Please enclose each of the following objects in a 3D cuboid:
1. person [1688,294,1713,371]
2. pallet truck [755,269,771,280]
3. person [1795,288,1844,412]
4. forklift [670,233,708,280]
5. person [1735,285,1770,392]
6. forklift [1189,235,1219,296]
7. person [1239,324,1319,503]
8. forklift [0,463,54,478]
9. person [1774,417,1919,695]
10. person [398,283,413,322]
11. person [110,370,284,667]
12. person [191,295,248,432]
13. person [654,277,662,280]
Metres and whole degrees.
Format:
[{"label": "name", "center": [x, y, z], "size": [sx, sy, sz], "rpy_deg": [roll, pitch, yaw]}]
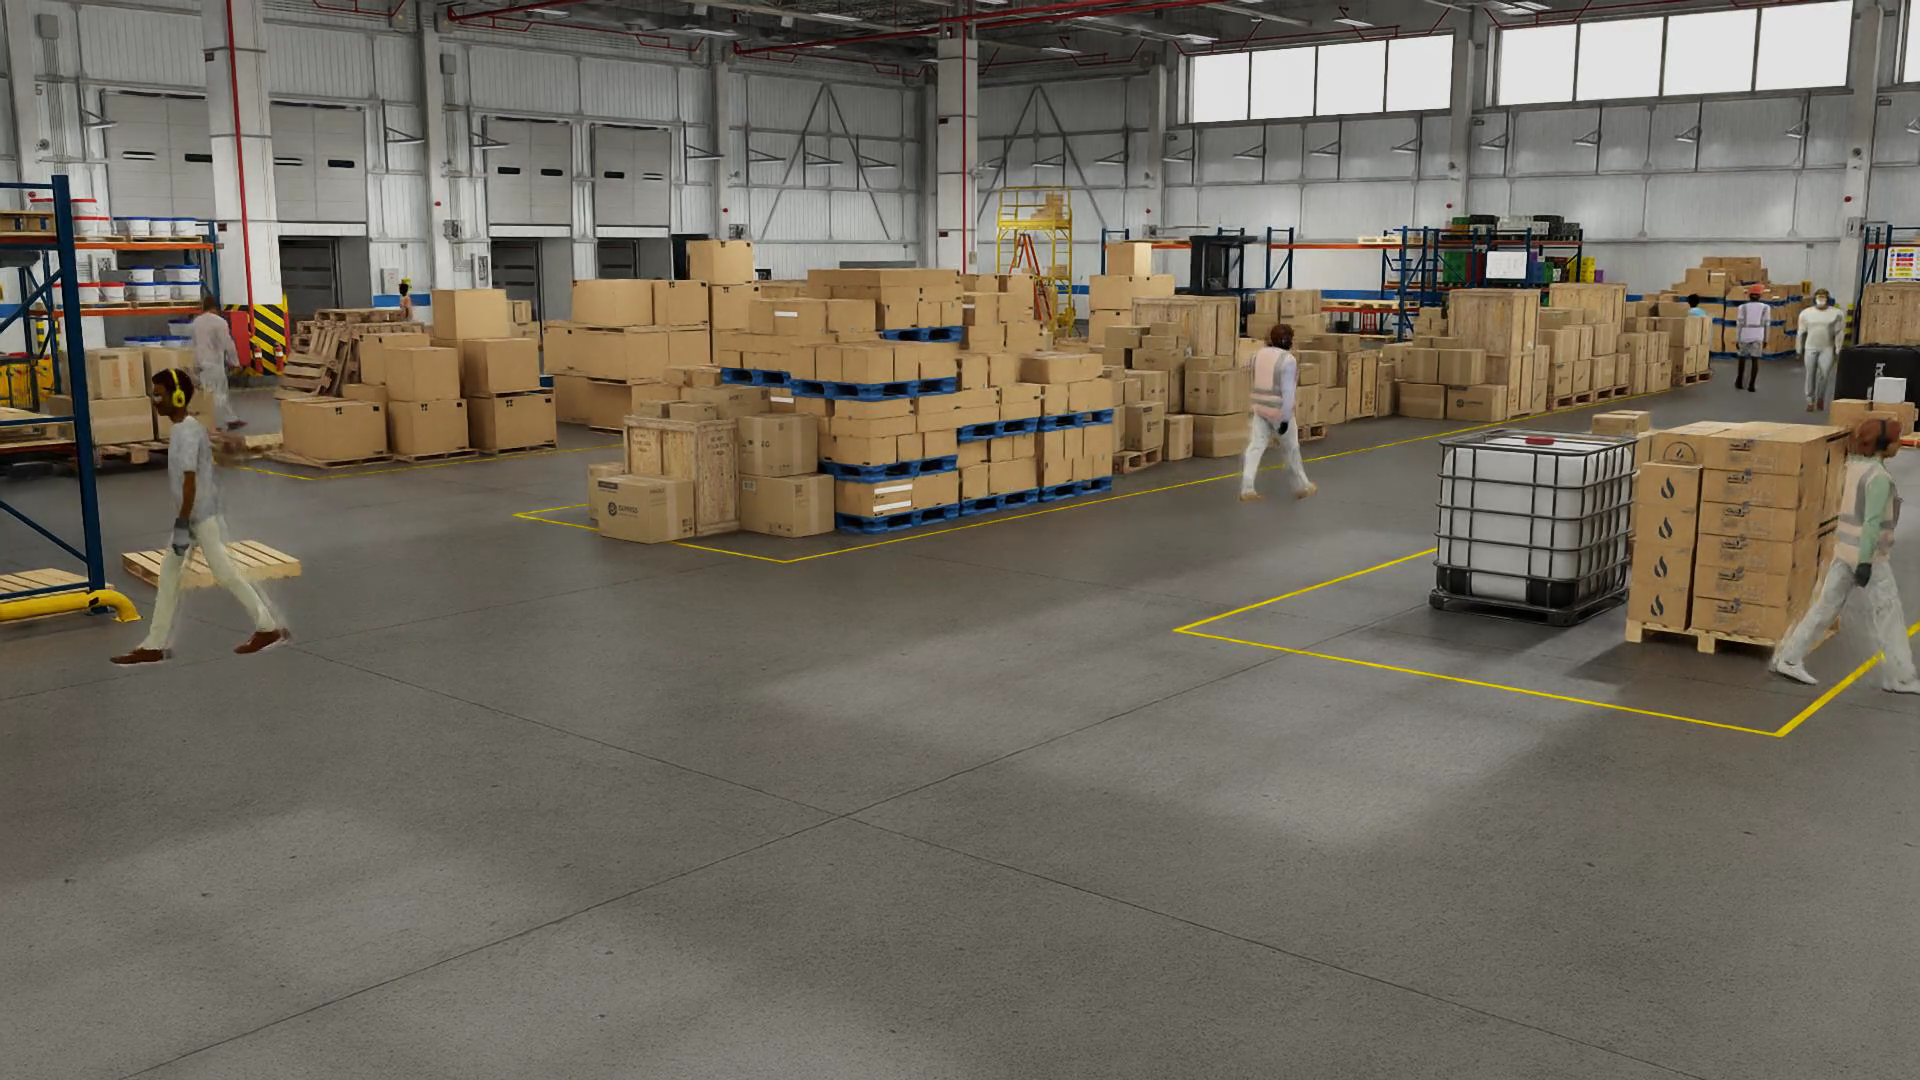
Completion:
[{"label": "person", "center": [14.380, -3.985, 32.561], "size": [0.537, 1.662, 0.770], "rpy_deg": [-5, 11, -27]}, {"label": "pallet truck", "center": [-4.996, -6.432, 45.525], "size": [1.885, 1.965, 0.823], "rpy_deg": [-6, 12, -32]}, {"label": "person", "center": [13.308, -2.933, 25.806], "size": [0.664, 1.920, 0.568], "rpy_deg": [5, 11, 27]}, {"label": "forklift", "center": [-5.348, -4.666, 32.959], "size": [1.873, 2.768, 1.129], "rpy_deg": [-8, 13, -39]}, {"label": "person", "center": [14.172, -3.616, 29.800], "size": [0.557, 1.886, 0.988], "rpy_deg": [3, 11, 19]}, {"label": "forklift", "center": [5.426, -5.408, 37.182], "size": [1.873, 2.768, 1.129], "rpy_deg": [7, 12, 33]}, {"label": "person", "center": [3.208, -1.270, 16.739], "size": [0.978, 1.789, 0.618], "rpy_deg": [-7, 12, -35]}, {"label": "forklift", "center": [-11.097, -2.016, 17.869], "size": [1.129, 2.768, 1.873], "rpy_deg": [7, 12, 36]}, {"label": "person", "center": [5.178, 0.085, 9.561], "size": [0.851, 1.596, 0.530], "rpy_deg": [2, 10, 12]}, {"label": "person", "center": [-13.782, -5.508, 41.135], "size": [0.540, 1.678, 0.560], "rpy_deg": [-7, 12, -35]}, {"label": "person", "center": [-4.708, -0.141, 10.246], "size": [0.993, 1.821, 0.524], "rpy_deg": [-7, 12, -33]}, {"label": "person", "center": [-10.220, -2.431, 23.010], "size": [0.662, 1.891, 0.920], "rpy_deg": [7, 12, 36]}, {"label": "person", "center": [-6.516, -4.726, 36.021], "size": [0.634, 1.930, 0.384], "rpy_deg": [-5, 11, -25]}]
